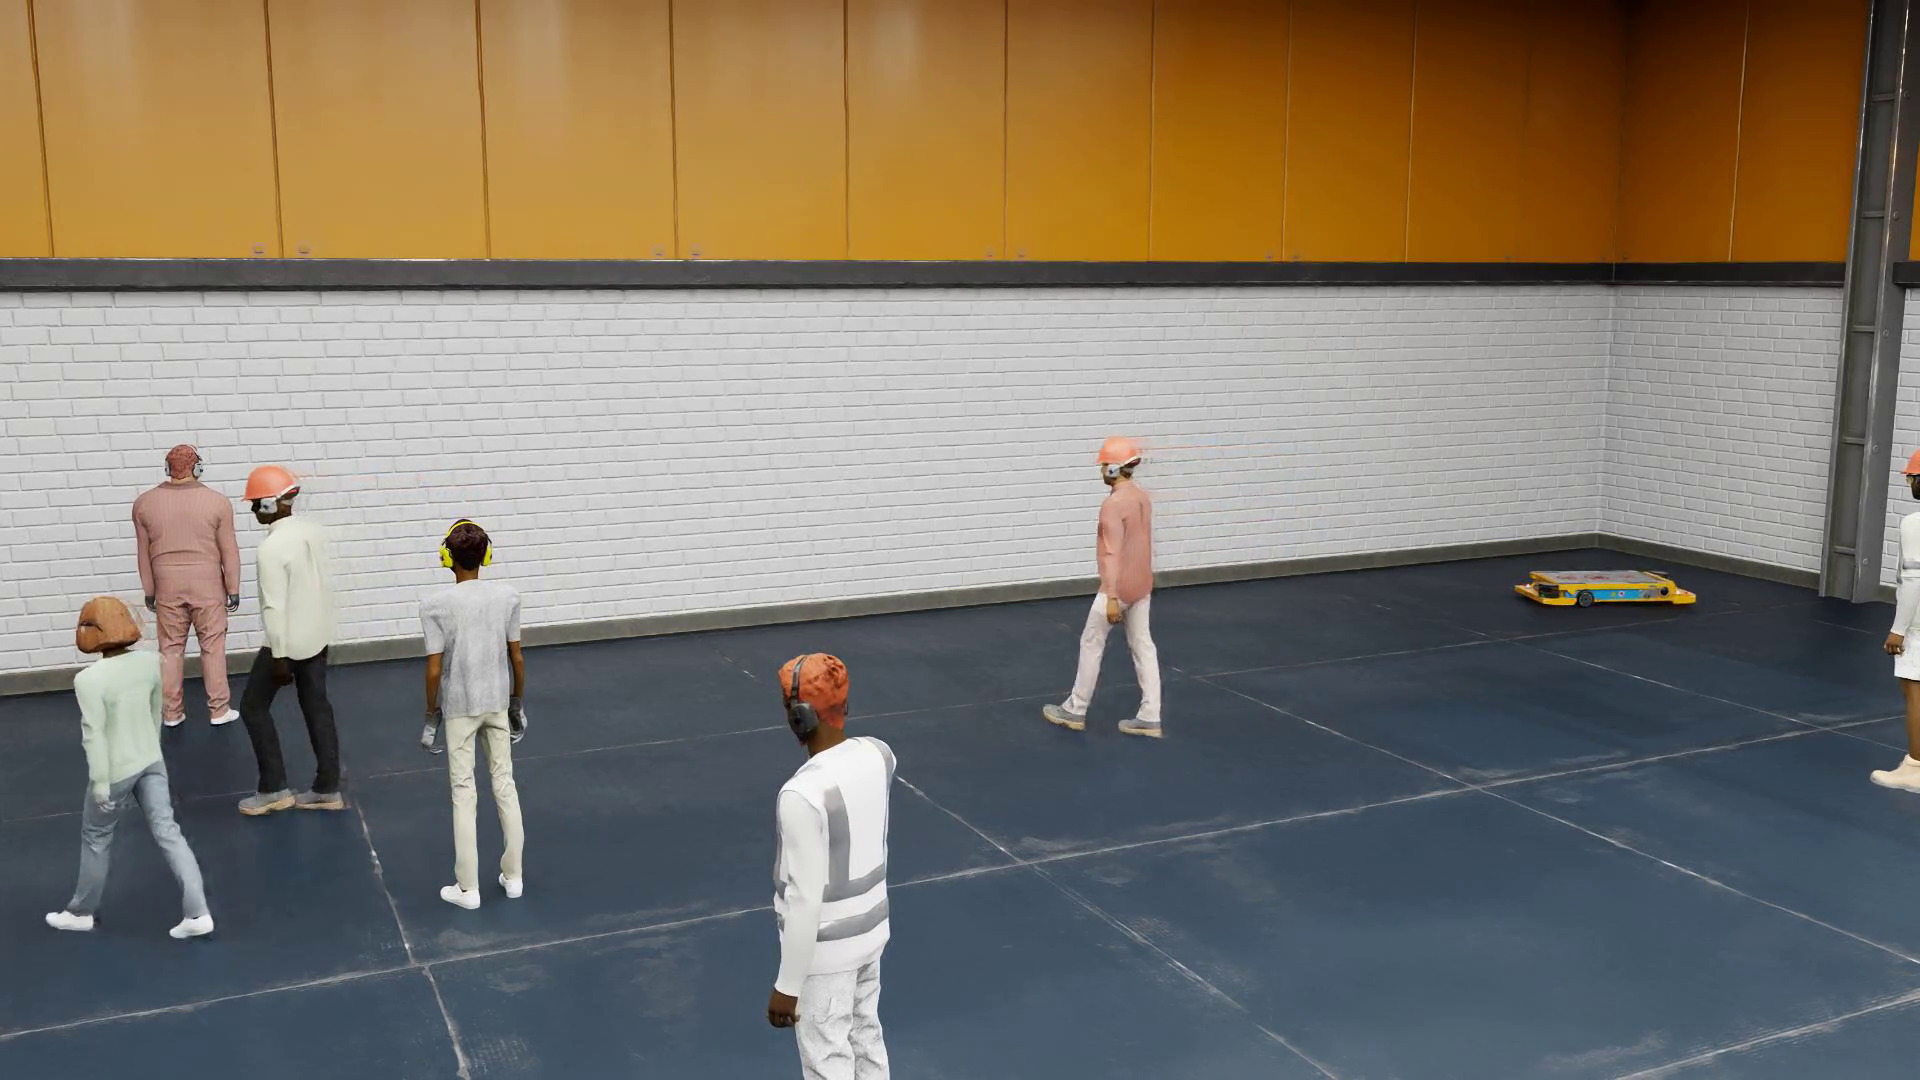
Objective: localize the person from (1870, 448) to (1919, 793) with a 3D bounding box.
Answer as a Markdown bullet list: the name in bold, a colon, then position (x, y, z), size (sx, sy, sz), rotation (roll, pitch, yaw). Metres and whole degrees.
- **person**: position (5.633, 0.453, 9.747), size (0.612, 2.041, 0.394), rotation (-5, 11, -29)

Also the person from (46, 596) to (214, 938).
- **person**: position (-3.788, 1.037, 7.556), size (0.883, 1.587, 0.511), rotation (3, 10, 18)

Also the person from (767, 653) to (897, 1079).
- **person**: position (-0.406, 1.270, 5.179), size (0.355, 1.884, 0.573), rotation (4, 10, 24)

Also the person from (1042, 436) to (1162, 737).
- **person**: position (0.960, 0.297, 10.954), size (0.920, 1.955, 0.662), rotation (6, 11, 33)

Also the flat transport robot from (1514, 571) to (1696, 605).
- **flat transport robot**: position (5.939, 0.436, 15.341), size (1.431, 0.197, 0.652), rotation (-1, 9, -4)

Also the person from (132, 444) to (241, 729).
- **person**: position (-5.124, 0.309, 11.100), size (0.643, 1.903, 0.402), rotation (-1, 9, -9)

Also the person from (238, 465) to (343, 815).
- **person**: position (-3.800, 0.560, 9.302), size (0.666, 1.964, 0.623), rotation (2, 9, 11)

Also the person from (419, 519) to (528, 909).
- **person**: position (-2.326, 0.830, 7.967), size (0.509, 1.867, 0.329), rotation (-7, 11, -37)
